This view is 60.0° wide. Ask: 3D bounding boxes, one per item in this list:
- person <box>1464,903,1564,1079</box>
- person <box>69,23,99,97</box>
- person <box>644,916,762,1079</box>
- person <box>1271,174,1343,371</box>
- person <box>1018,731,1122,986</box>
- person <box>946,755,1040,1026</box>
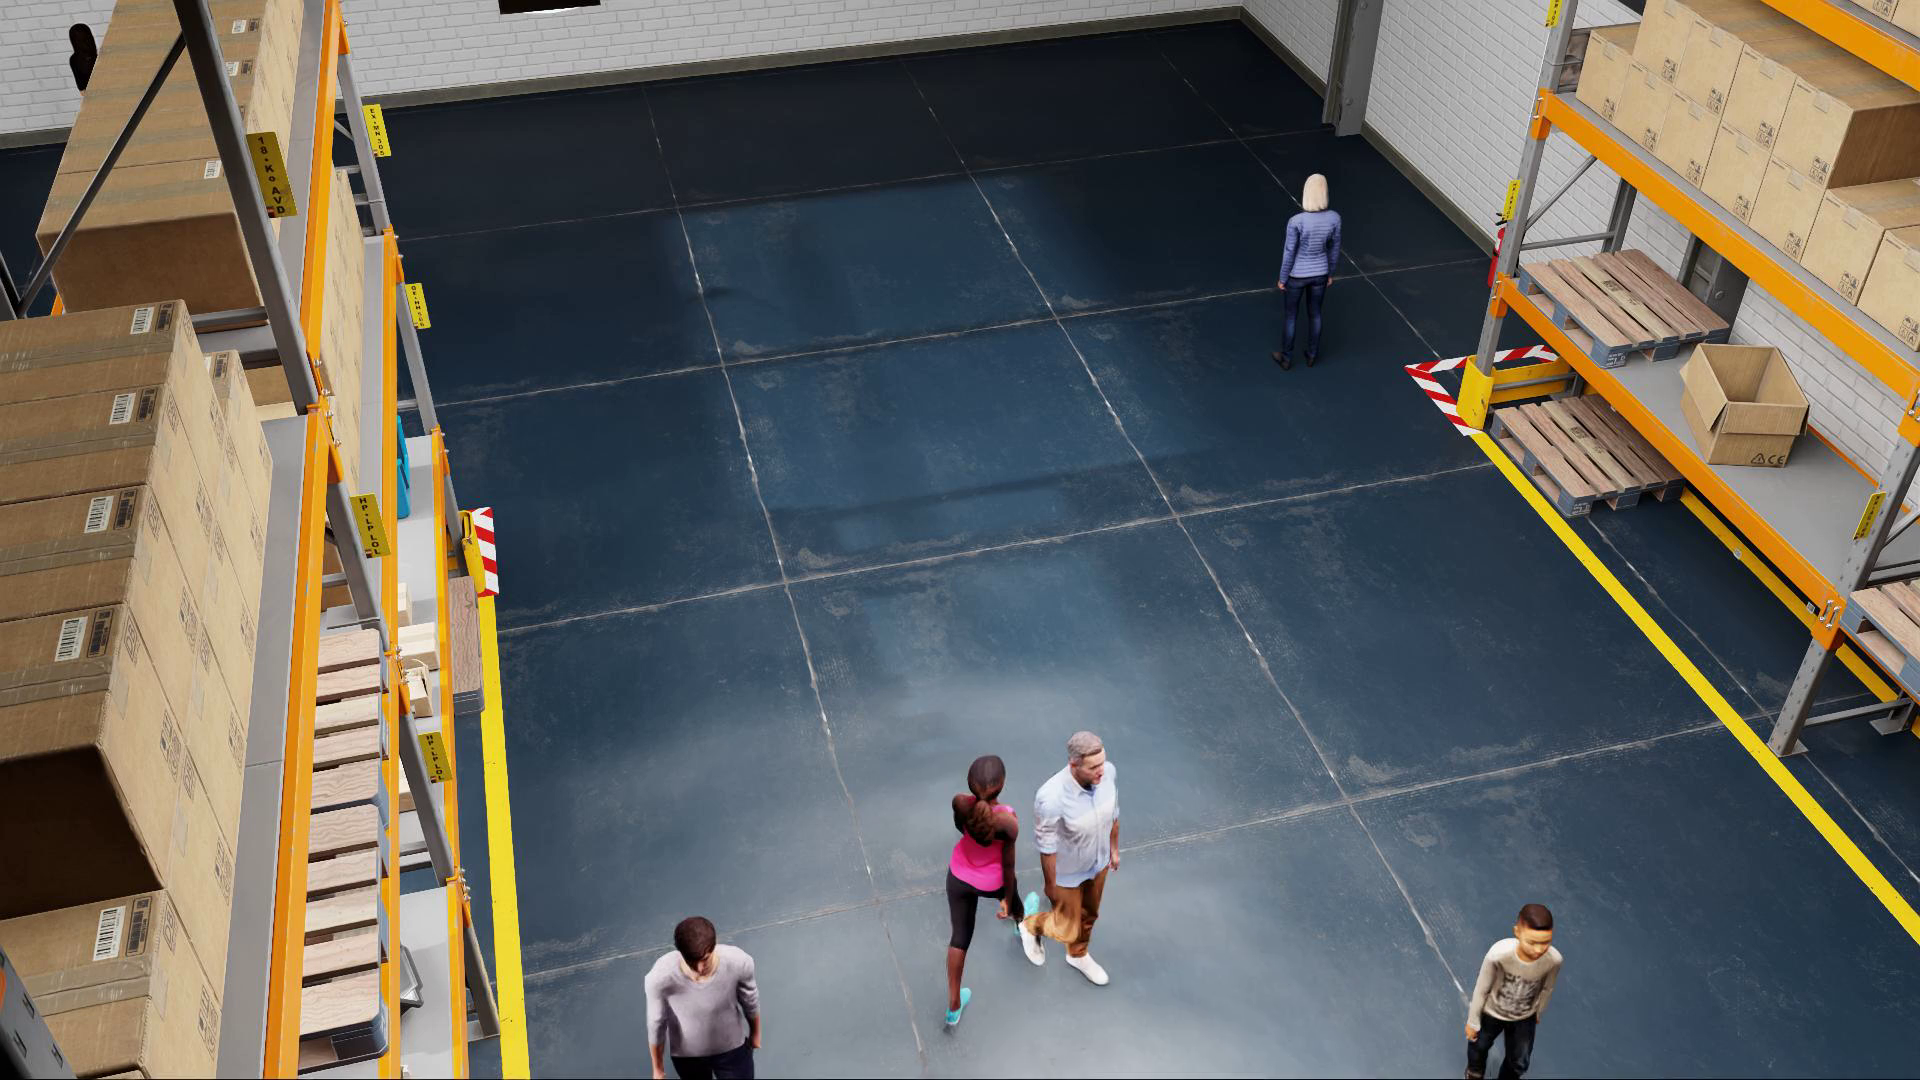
[{"bbox_3d":[2.729,2.292,8.347,0.636,1.454,0.660,4,39,5],"label":"person"},{"bbox_3d":[-8.471,-4.295,16.445,0.647,1.642,0.623,4,39,6],"label":"person"},{"bbox_3d":[-1.215,2.336,7.993,0.732,1.827,0.724,-3,39,-4],"label":"person"},{"bbox_3d":[2.871,-2.209,13.753,0.657,1.741,0.547,-7,39,-9],"label":"person"},{"bbox_3d":[0.571,1.658,8.850,0.865,1.817,0.928,-29,47,-32],"label":"person"},{"bbox_3d":[0.060,1.855,8.729,1.011,1.661,1.193,14,41,17],"label":"person"}]
